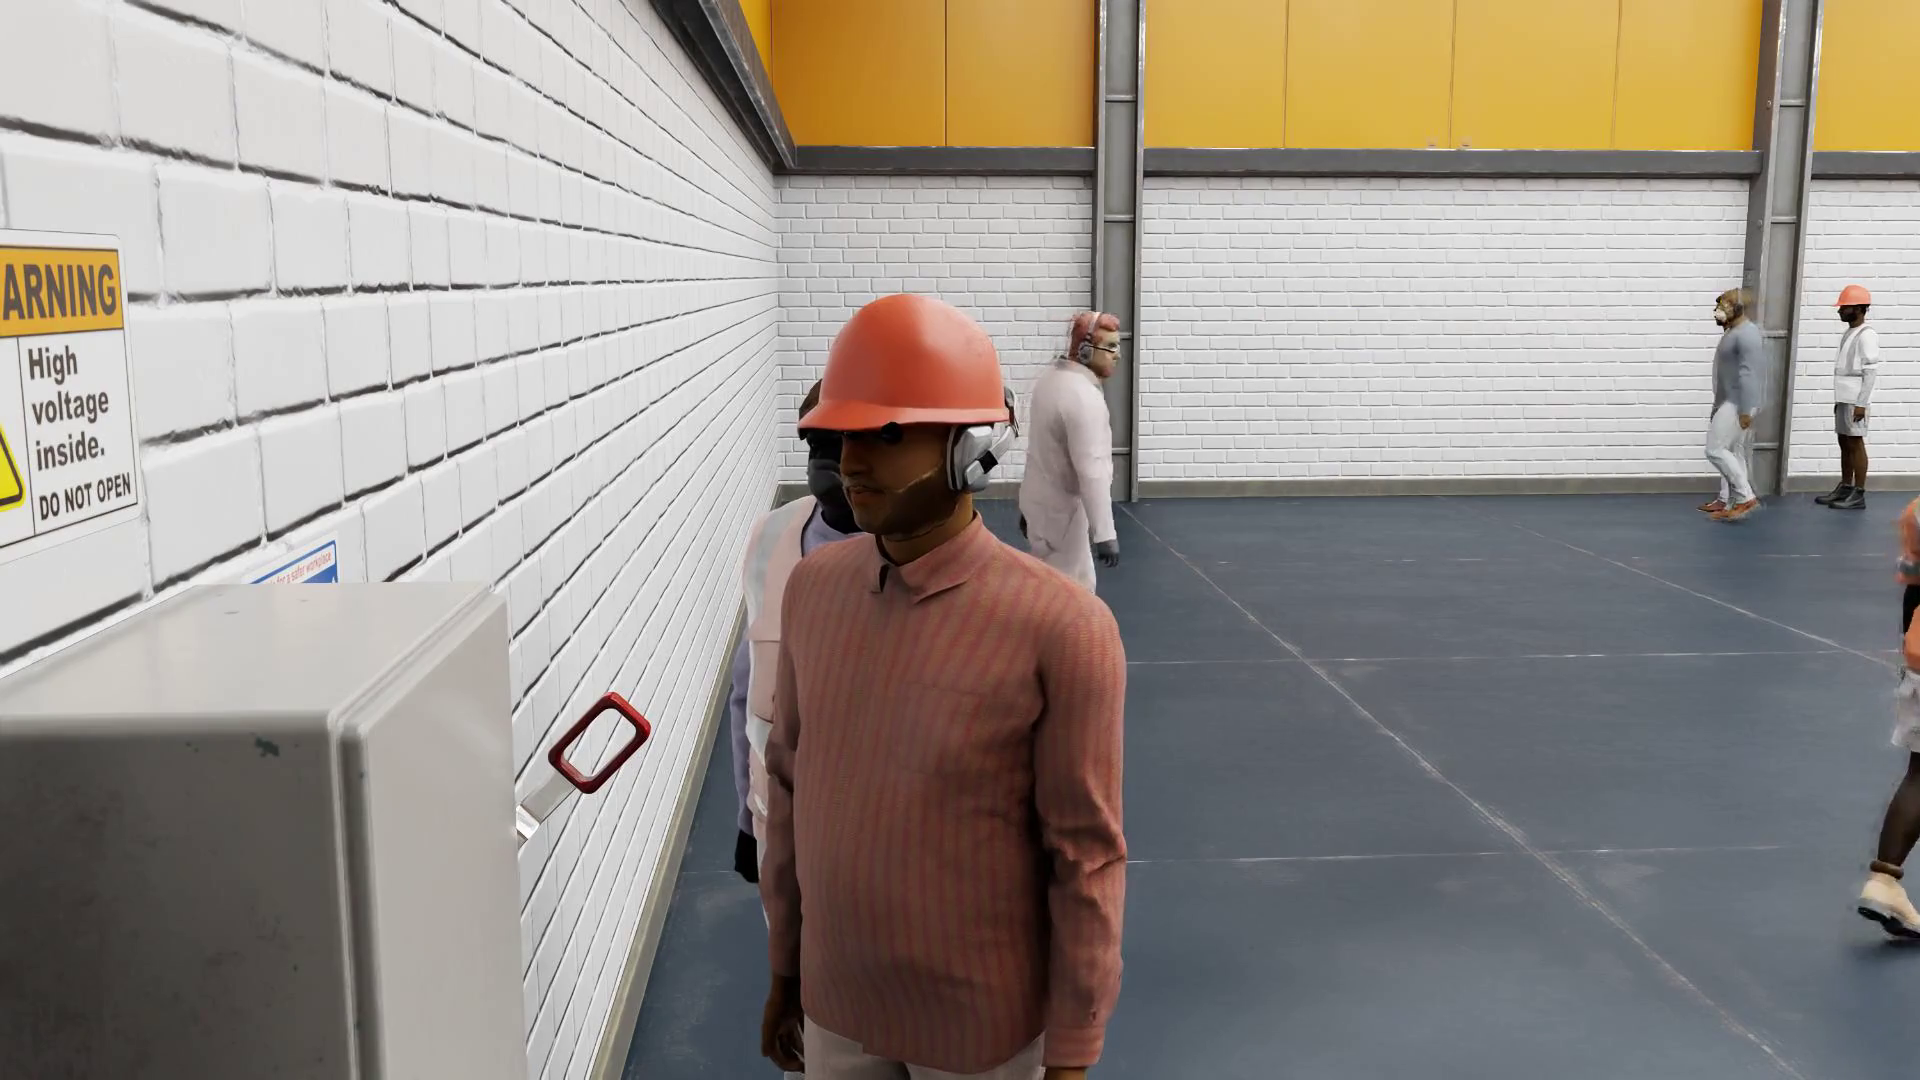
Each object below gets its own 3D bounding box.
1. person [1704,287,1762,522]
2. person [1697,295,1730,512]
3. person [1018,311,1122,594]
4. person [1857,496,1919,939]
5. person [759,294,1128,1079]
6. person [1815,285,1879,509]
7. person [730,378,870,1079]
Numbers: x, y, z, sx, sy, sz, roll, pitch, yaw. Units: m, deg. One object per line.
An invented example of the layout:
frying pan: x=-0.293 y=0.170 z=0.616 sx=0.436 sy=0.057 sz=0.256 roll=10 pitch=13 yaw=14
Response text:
person: x=6.282 y=-1.084 z=13.547 sx=0.437 sy=1.924 sz=0.624 roll=3 pitch=9 yaw=16
person: x=6.539 y=-1.163 z=14.197 sx=0.313 sy=1.869 sz=0.528 roll=7 pitch=12 yaw=38
person: x=0.463 y=-0.102 z=7.570 sx=0.556 sy=1.860 sz=0.679 roll=-1 pitch=9 yaw=-8
person: x=3.076 y=0.393 z=5.064 sx=0.771 sy=1.664 sz=0.533 roll=-8 pitch=12 yaw=-41
person: x=-0.057 y=0.655 z=2.384 sx=0.611 sy=1.996 sz=0.379 roll=7 pitch=11 yaw=36
person: x=7.700 y=-1.230 z=14.405 sx=0.378 sy=1.936 sz=0.548 roll=1 pitch=9 yaw=9
person: x=-0.202 y=0.585 z=3.305 sx=0.619 sy=1.845 sz=0.430 roll=5 pitch=10 yaw=27
